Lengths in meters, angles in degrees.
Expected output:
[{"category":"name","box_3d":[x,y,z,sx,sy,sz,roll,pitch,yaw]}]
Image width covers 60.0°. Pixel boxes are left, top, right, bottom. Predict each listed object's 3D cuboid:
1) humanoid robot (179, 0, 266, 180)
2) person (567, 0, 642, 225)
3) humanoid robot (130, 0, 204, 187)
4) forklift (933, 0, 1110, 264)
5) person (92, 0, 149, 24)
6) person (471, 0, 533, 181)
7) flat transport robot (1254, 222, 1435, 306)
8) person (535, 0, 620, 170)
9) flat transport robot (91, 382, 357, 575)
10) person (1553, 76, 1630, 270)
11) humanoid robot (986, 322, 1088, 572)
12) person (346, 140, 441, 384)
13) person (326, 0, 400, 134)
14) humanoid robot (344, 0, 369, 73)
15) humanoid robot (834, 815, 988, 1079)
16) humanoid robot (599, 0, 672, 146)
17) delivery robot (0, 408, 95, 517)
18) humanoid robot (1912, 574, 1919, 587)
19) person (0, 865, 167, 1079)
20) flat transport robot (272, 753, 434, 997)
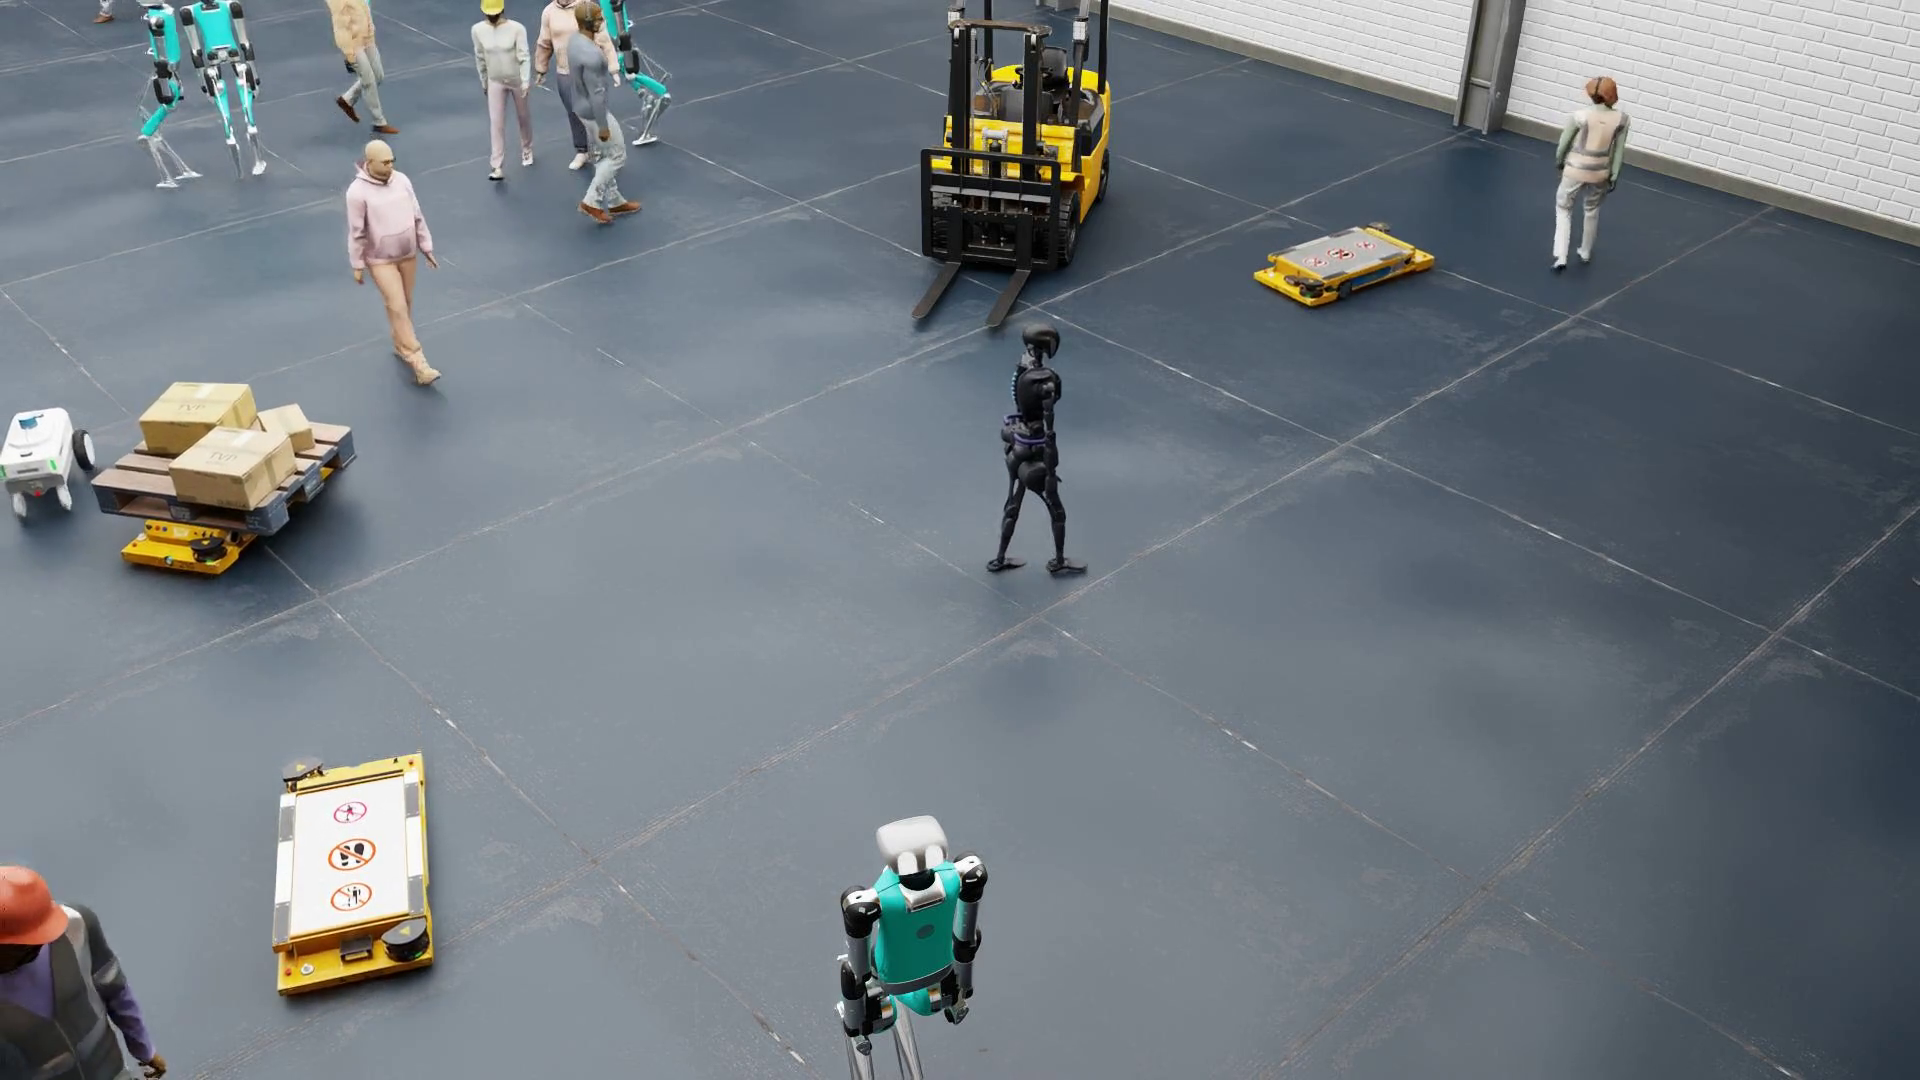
[{"category":"humanoid robot","box_3d":[-6.631,-4.101,15.152,0.531,1.800,0.754,-15,36,-22]},{"category":"person","box_3d":[-3.089,-3.672,14.293,0.522,1.926,0.654,-15,36,-21]},{"category":"humanoid robot","box_3d":[-7.316,-4.074,15.103,0.658,1.809,0.537,-6,34,-9]},{"category":"forklift","box_3d":[0.570,-3.725,14.138,1.214,2.155,2.313,9,34,13]},{"category":"person","box_3d":[-10.082,-7.025,19.746,0.867,1.606,0.455,-28,42,-35]},{"category":"person","box_3d":[-4.170,-4.168,15.255,0.528,1.712,0.926,-2,33,-3]},{"category":"flat transport robot","box_3d":[3.166,-2.269,13.660,1.431,0.231,0.659,-21,38,-29]},{"category":"person","box_3d":[-3.530,-4.358,15.420,0.823,1.853,0.434,5,33,8]},{"category":"flat transport robot","box_3d":[-4.611,-0.272,10.591,0.659,0.231,1.431,7,34,11]},{"category":"person","box_3d":[5.088,-2.974,13.508,0.509,1.607,0.558,0,33,0]},{"category":"humanoid robot","box_3d":[0.454,-0.537,9.718,0.583,1.640,0.591,-10,34,-15]},{"category":"person","box_3d":[-3.996,-1.987,11.870,0.884,1.737,0.562,25,40,33]},{"category":"person","box_3d":[-5.930,-4.857,16.194,0.585,1.845,0.558,8,34,12]},{"category":"humanoid robot","box_3d":[-6.668,-5.997,18.081,0.545,1.803,0.896,-2,33,-2]},{"category":"humanoid robot","box_3d":[-0.262,1.586,6.267,0.533,1.677,0.735,-14,36,-20]},{"category":"humanoid robot","box_3d":[-3.048,-4.572,15.914,0.685,1.860,0.532,-15,36,-22]},{"category":"delivery robot","box_3d":[-5.952,-0.548,10.762,0.499,0.603,0.802,-10,34,-15]},{"category":"humanoid robot","box_3d":[5.860,-0.354,9.428,0.609,1.649,0.418,-6,33,-9]},{"category":"person","box_3d":[-3.121,1.853,5.737,0.784,2.013,0.613,21,38,28]},{"category":"flat transport robot","box_3d":[-2.858,1.511,7.851,0.659,0.231,1.431,-9,34,-14]}]
